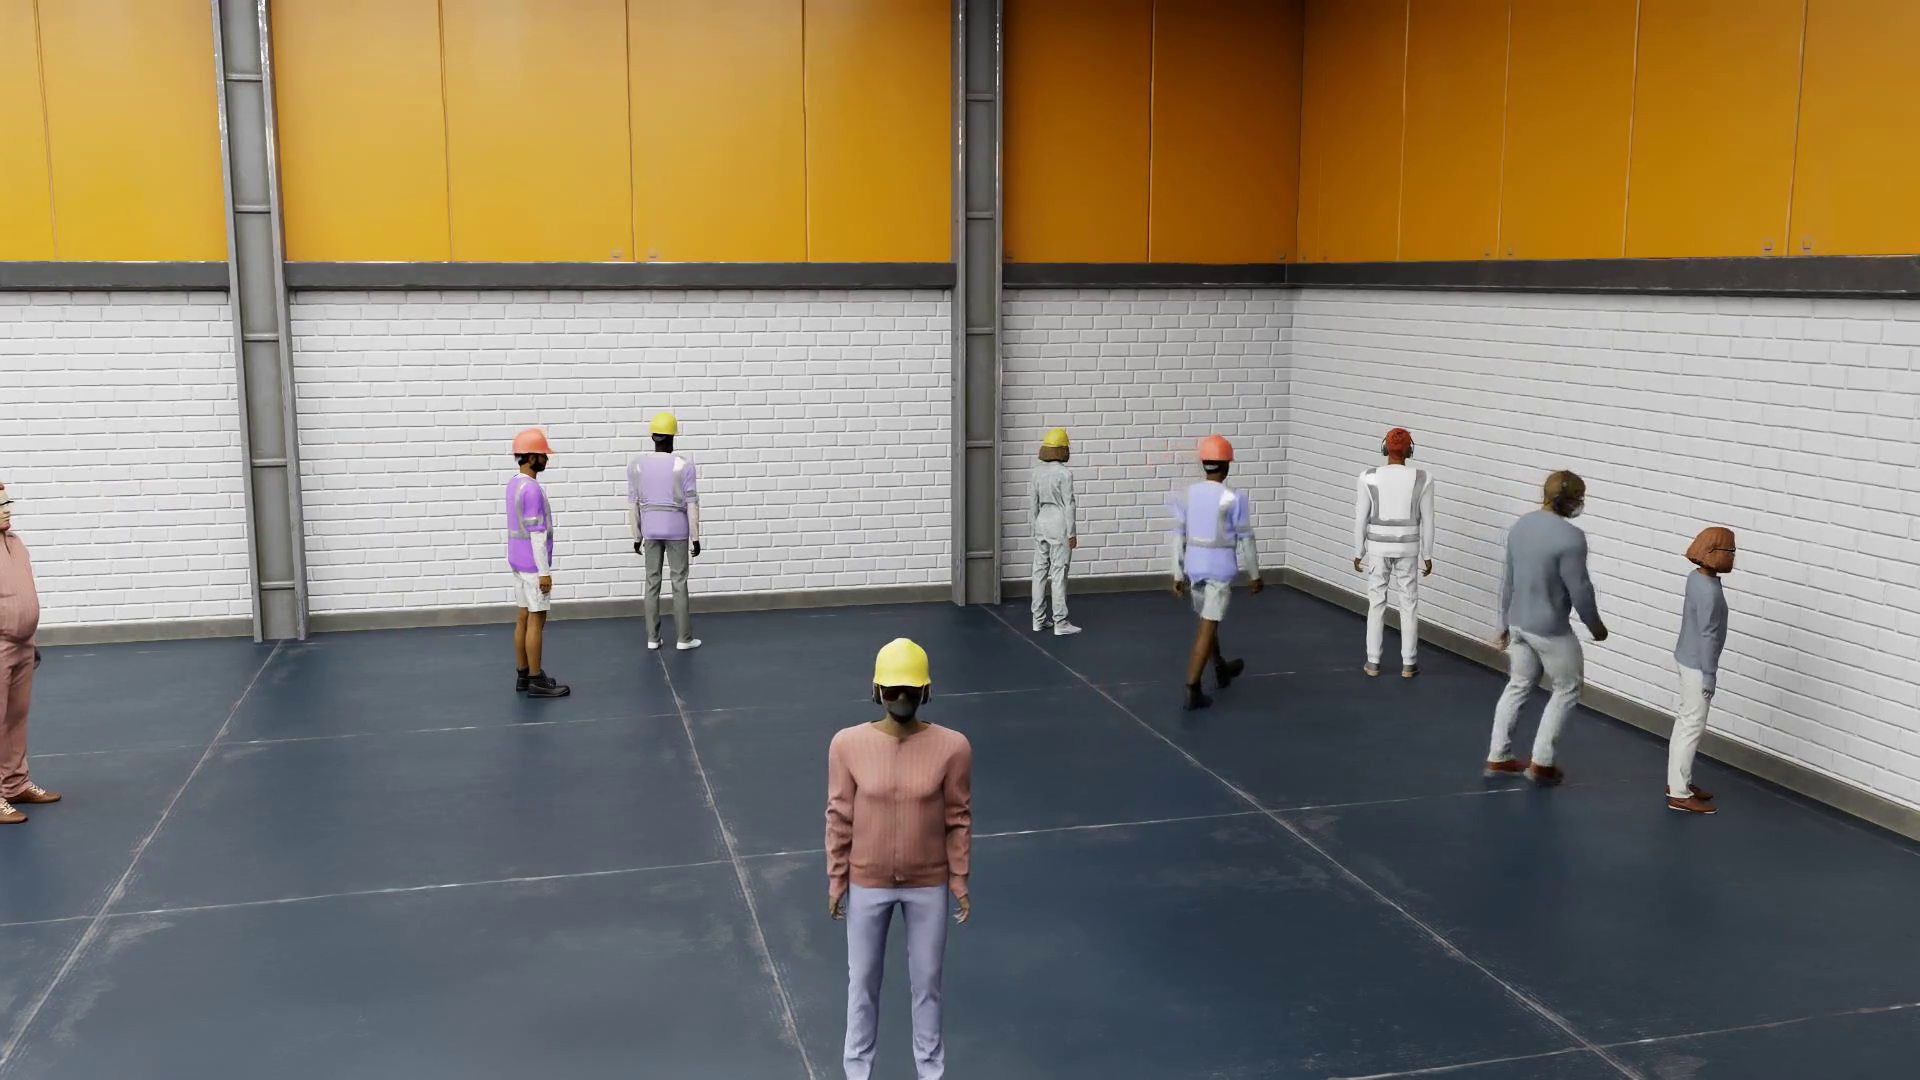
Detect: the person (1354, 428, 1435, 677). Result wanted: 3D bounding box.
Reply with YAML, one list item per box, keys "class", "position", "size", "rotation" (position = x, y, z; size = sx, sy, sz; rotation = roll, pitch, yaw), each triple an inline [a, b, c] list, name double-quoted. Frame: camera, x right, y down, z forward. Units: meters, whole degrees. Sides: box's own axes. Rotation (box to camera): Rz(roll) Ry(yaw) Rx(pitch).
- class: "person"
  position: [3.269, 0.095, 12.536]
  size: [0.582, 1.882, 0.338]
  rotation: [2, 9, 14]

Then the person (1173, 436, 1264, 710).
- class: "person"
  position: [1.838, 0.213, 11.795]
  size: [0.568, 1.883, 0.993]
  rotation: [8, 12, 42]

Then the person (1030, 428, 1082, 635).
- class: "person"
  position: [0.803, -0.077, 14.048]
  size: [0.296, 1.745, 0.484]
  rotation: [-9, 12, -43]

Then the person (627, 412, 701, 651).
- class: "person"
  position: [-2.366, -0.061, 13.374]
  size: [0.585, 1.929, 0.370]
  rotation: [2, 9, 10]

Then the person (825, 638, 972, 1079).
- class: "person"
  position: [-0.217, 1.214, 5.909]
  size: [0.523, 1.772, 0.311]
  rotation: [0, 9, -3]

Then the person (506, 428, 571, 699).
- class: "person"
  position: [-3.053, 0.164, 11.934]
  size: [0.351, 1.941, 0.545]
  rotation: [-6, 11, -31]

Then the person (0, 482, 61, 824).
- class: "person"
  position: [-5.341, 0.608, 9.268]
  size: [0.409, 1.907, 0.651]
  rotation: [0, 9, -1]

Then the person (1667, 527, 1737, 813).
- class: "person"
  position: [4.198, 0.725, 9.418]
  size: [0.282, 1.624, 0.494]
  rotation: [2, 9, 15]

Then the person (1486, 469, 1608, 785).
- class: "person"
  position: [3.467, 0.525, 9.806]
  size: [0.519, 1.903, 0.642]
  rotation: [-2, 9, -14]
